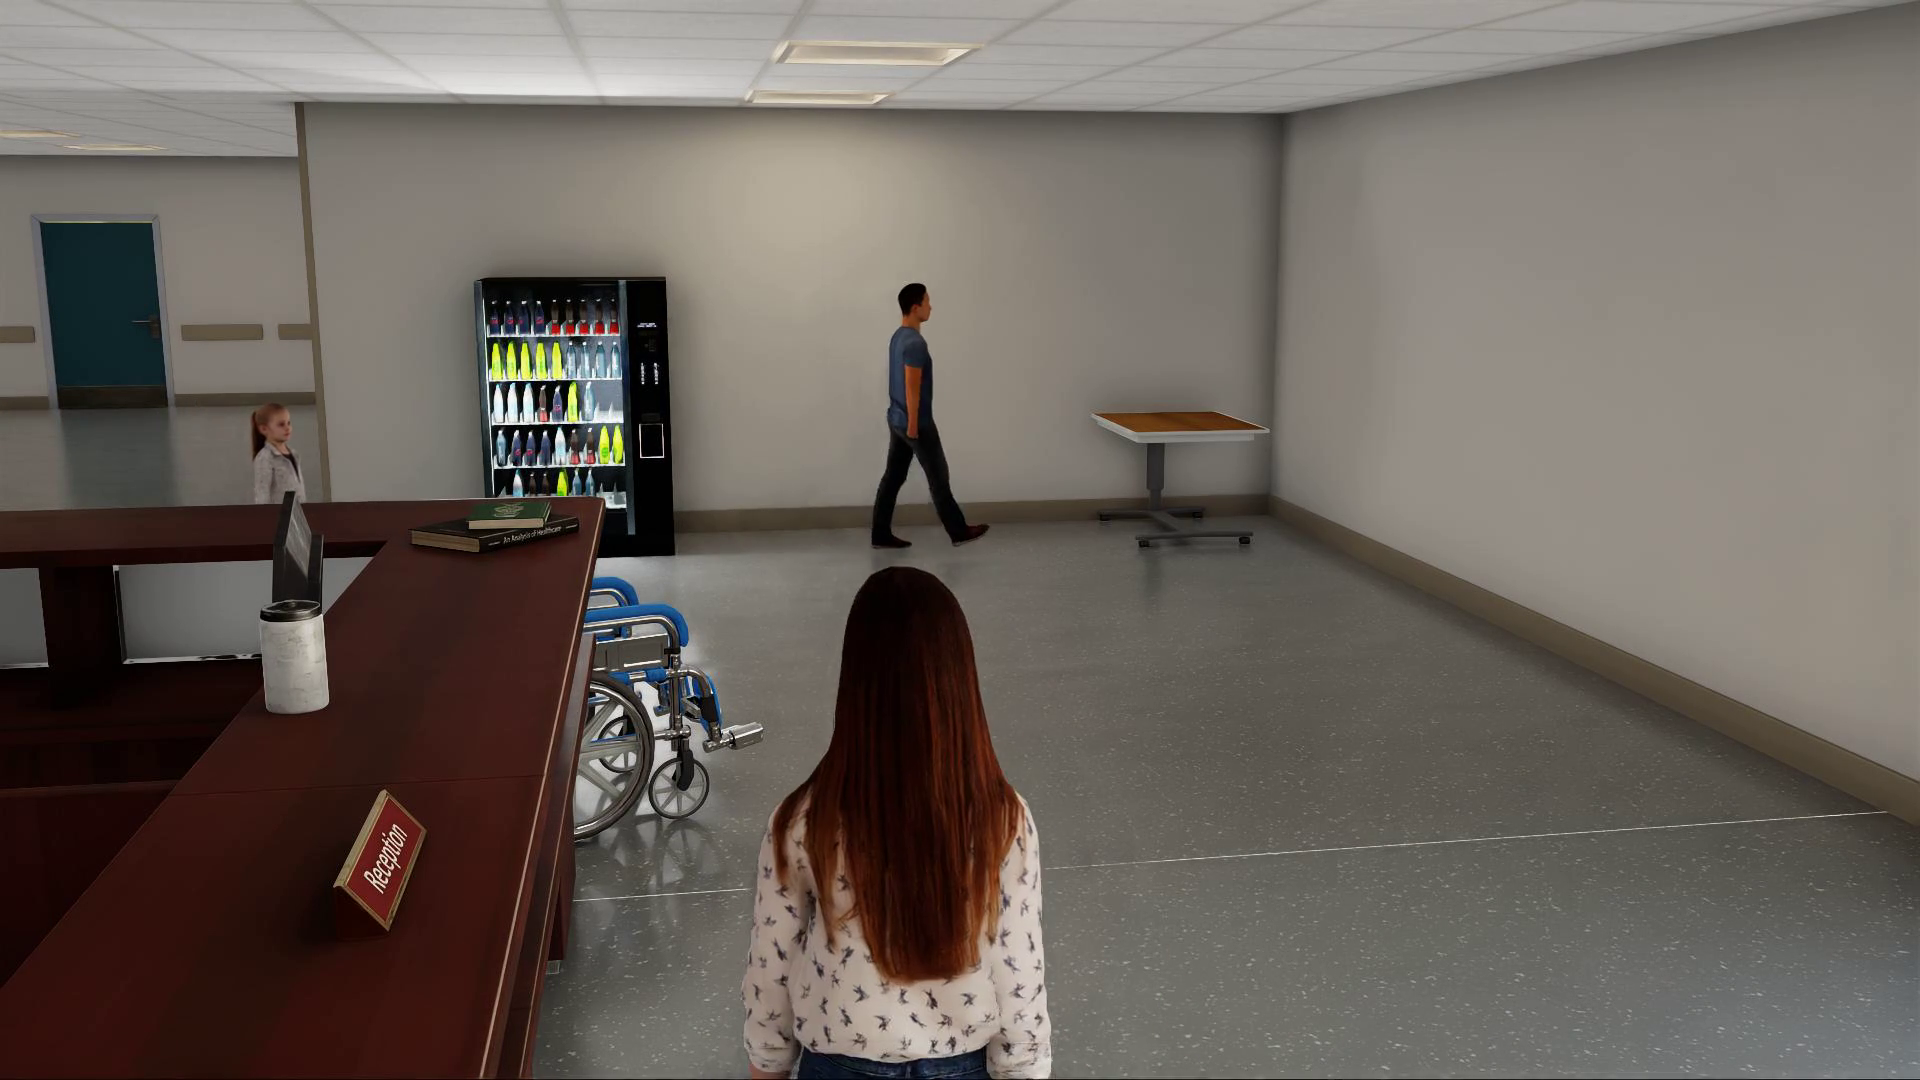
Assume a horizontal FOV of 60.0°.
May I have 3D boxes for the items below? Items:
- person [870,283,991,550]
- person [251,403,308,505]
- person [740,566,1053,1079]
[{"bbox_3d":[-0.407,-0.794,11.126,1.076,1.784,0.782,-4,11,-20],"label":"person"},{"bbox_3d":[-3.634,-0.088,8.785,0.833,1.263,0.673,2,11,12],"label":"person"},{"bbox_3d":[-0.079,0.921,2.350,1.047,1.686,0.684,-1,11,-7],"label":"person"}]
